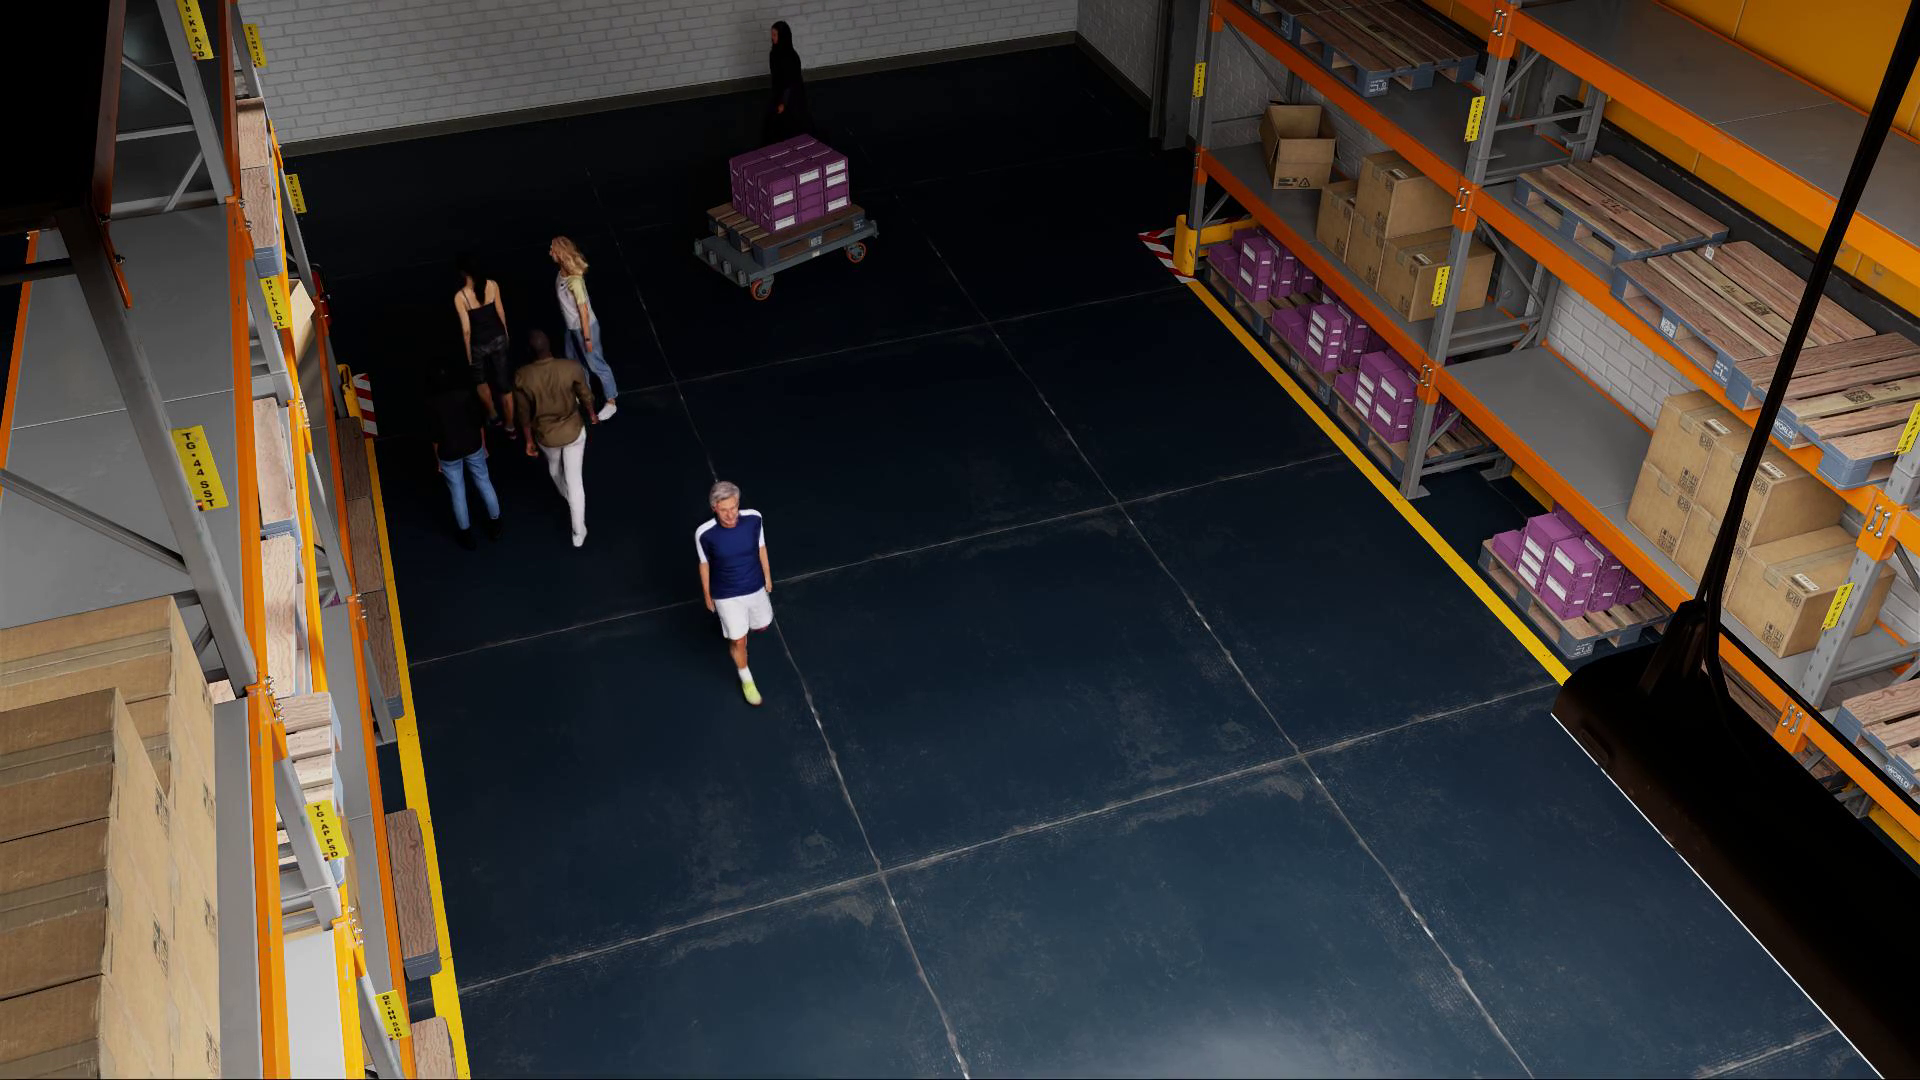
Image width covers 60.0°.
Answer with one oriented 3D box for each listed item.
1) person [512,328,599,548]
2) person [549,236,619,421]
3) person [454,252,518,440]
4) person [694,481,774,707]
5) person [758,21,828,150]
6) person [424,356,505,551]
[{"bbox_3d":[-3.040,-0.740,12.655,0.877,1.787,1.179,-5,39,-6],"label":"person"},{"bbox_3d":[-3.154,-1.809,14.052,0.740,1.714,0.654,-19,42,-22],"label":"person"},{"bbox_3d":[-3.862,-1.563,13.741,0.687,1.717,0.729,-22,44,-26],"label":"person"},{"bbox_3d":[-1.548,0.273,11.361,0.737,1.818,0.993,-19,42,-22],"label":"person"},{"bbox_3d":[-1.772,-4.787,17.876,0.943,1.595,1.132,-29,47,-31],"label":"person"},{"bbox_3d":[-3.790,-0.666,12.630,0.599,1.701,0.579,-19,42,-22],"label":"person"}]
